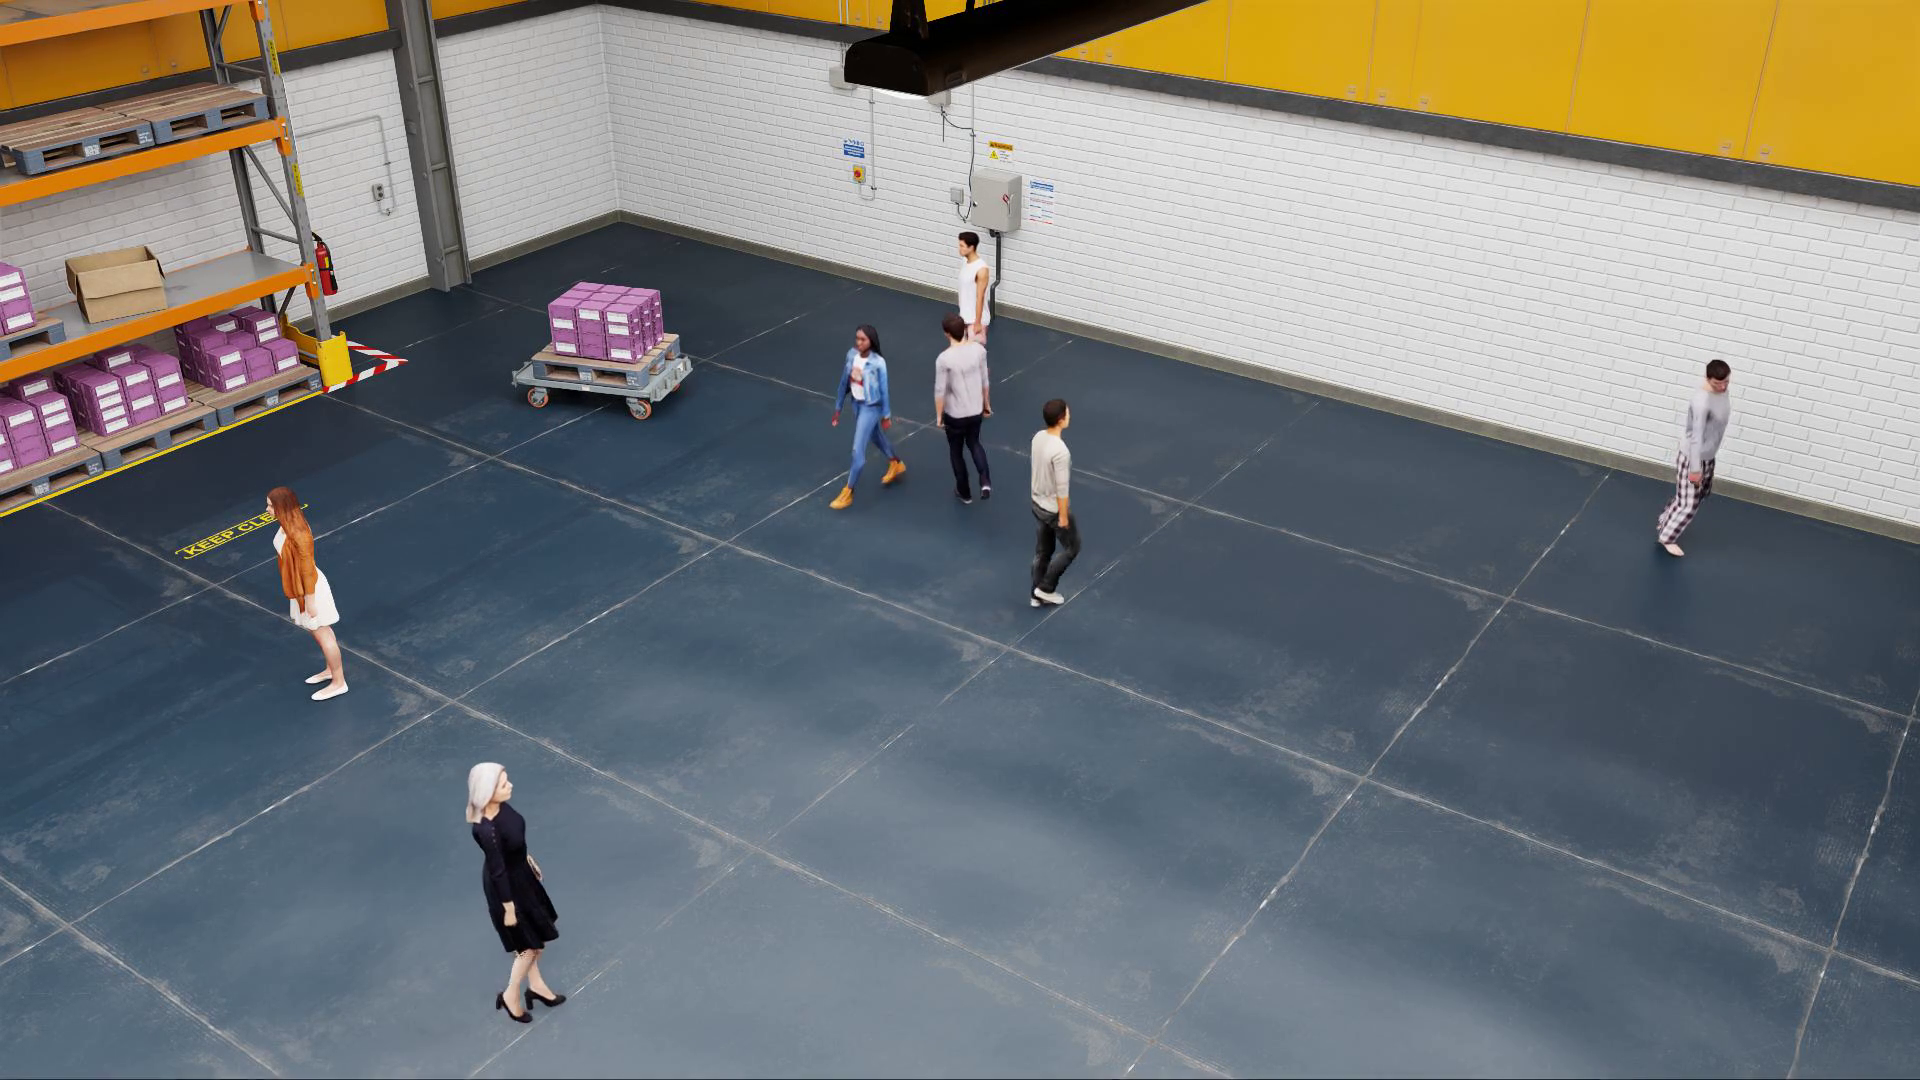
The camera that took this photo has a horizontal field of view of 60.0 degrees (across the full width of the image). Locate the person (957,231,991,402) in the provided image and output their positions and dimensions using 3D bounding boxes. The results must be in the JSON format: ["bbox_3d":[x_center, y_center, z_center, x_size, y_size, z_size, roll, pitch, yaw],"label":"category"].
[{"bbox_3d":[0.159,-2.283,16.937,0.766,1.780,0.741,-11,30,-19],"label":"person"}]

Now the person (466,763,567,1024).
[{"bbox_3d":[-2.541,1.951,9.213,0.821,1.742,0.767,-7,29,-13],"label":"person"}]

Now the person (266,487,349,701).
[{"bbox_3d":[-4.749,0.357,12.161,0.700,1.717,0.689,-15,32,-26],"label":"person"}]

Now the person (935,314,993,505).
[{"bbox_3d":[0.069,-1.108,14.741,0.880,1.820,0.945,-12,31,-21],"label":"person"}]

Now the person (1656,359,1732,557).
[{"bbox_3d":[6.212,-0.724,14.049,0.871,1.808,0.656,17,33,28],"label":"person"}]

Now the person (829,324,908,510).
[{"bbox_3d":[-0.771,-1.160,15.002,0.752,1.661,1.253,25,37,38],"label":"person"}]

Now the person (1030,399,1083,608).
[{"bbox_3d":[0.645,-0.252,13.192,0.780,1.799,0.781,-14,31,-24],"label":"person"}]
